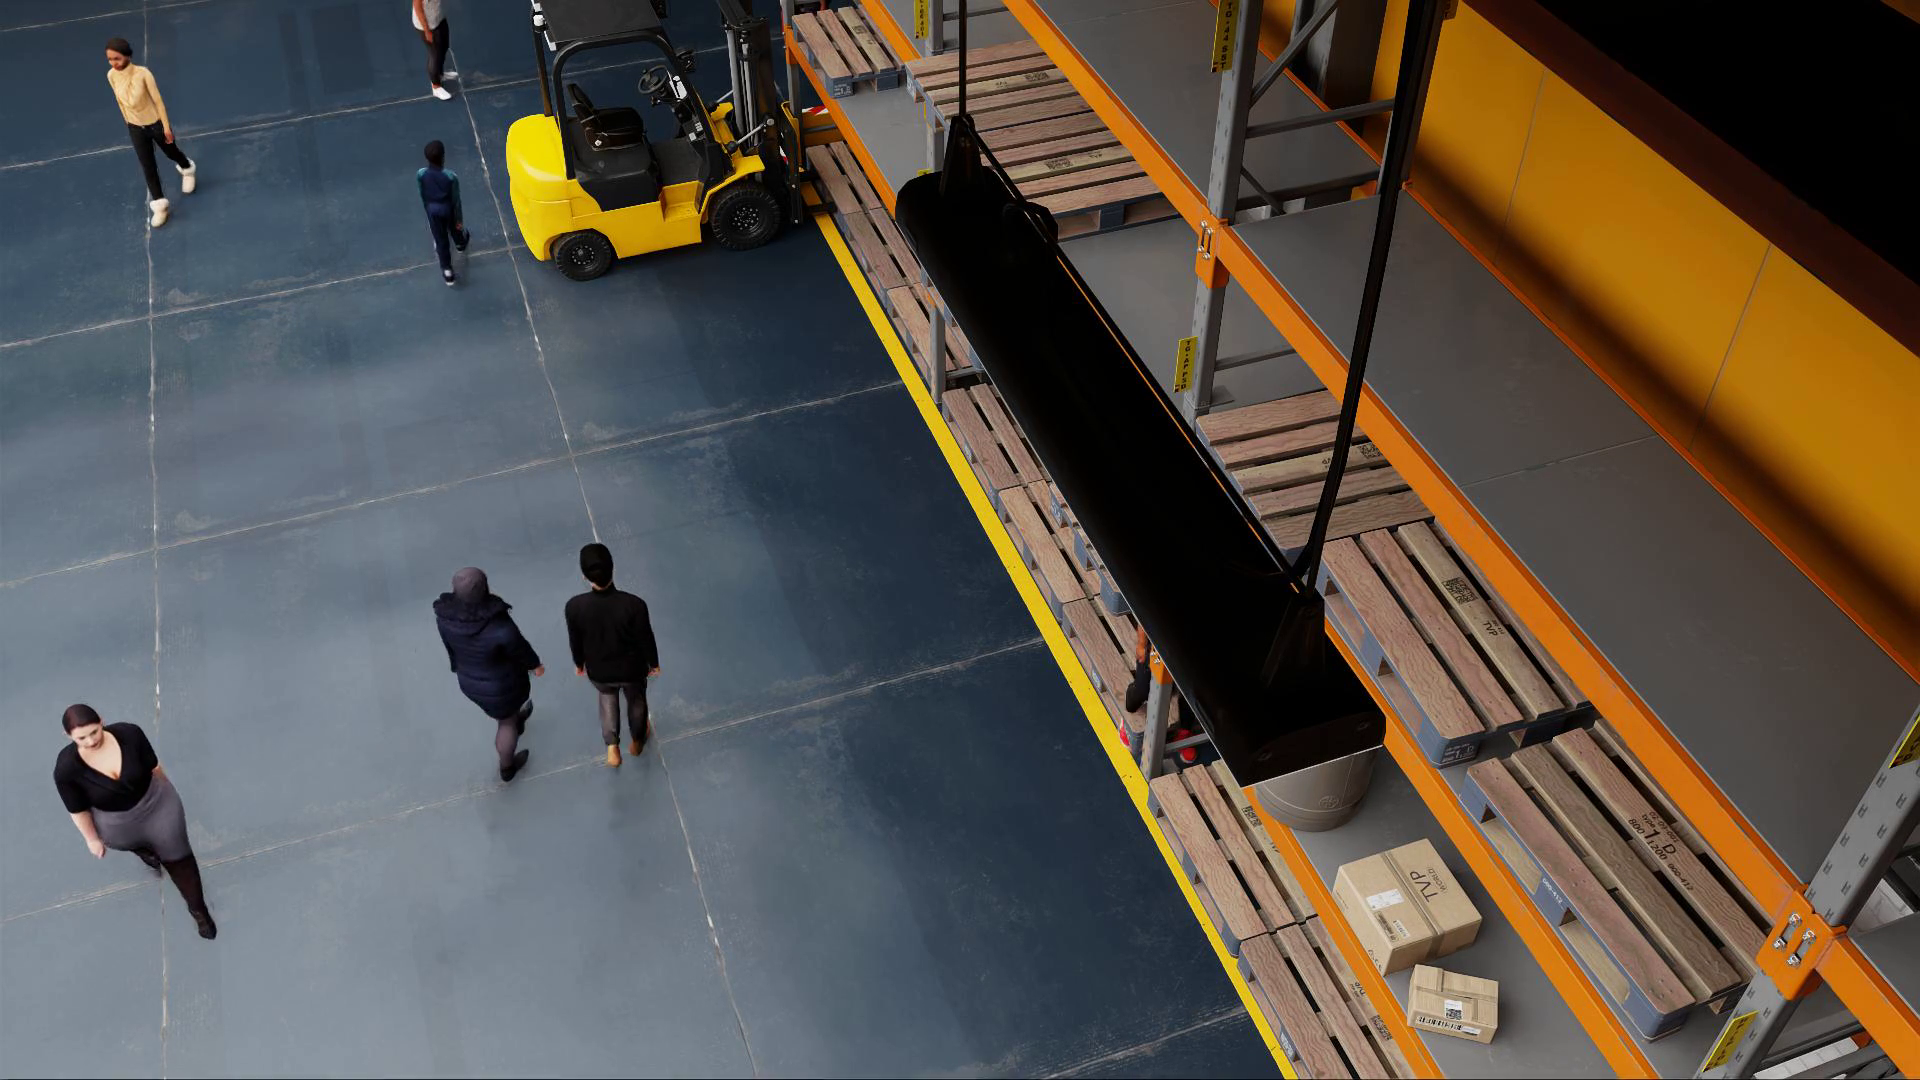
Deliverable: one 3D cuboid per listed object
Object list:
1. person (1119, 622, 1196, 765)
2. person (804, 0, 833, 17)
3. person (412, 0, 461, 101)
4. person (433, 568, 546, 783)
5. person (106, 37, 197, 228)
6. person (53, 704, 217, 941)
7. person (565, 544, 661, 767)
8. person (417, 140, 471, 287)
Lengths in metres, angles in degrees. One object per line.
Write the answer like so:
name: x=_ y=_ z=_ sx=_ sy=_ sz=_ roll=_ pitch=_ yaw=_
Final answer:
person: x=1.329 y=0.610 z=10.074 sx=0.814 sy=1.798 sz=0.779 roll=-5 pitch=44 yaw=-5
person: x=-1.430 y=-5.410 z=16.404 sx=0.680 sy=1.783 sz=0.493 roll=-15 pitch=46 yaw=-15
person: x=-5.178 y=-5.053 z=16.151 sx=0.881 sy=1.614 sz=0.749 roll=-2 pitch=44 yaw=-2
person: x=-2.816 y=0.854 z=9.918 sx=0.920 sy=1.660 sz=0.989 roll=15 pitch=46 yaw=15
person: x=-7.137 y=-3.699 z=14.717 sx=0.846 sy=1.632 sz=1.168 roll=-1 pitch=44 yaw=-1
person: x=-4.634 y=1.468 z=9.231 sx=0.925 sy=1.718 sz=1.208 roll=-30 pitch=51 yaw=-28
person: x=-2.080 y=0.770 z=9.968 sx=0.794 sy=1.712 sz=0.879 roll=-1 pitch=44 yaw=-1
person: x=-4.365 y=-2.723 z=13.995 sx=0.658 sy=1.214 sz=0.947 roll=-6 pitch=44 yaw=-6
